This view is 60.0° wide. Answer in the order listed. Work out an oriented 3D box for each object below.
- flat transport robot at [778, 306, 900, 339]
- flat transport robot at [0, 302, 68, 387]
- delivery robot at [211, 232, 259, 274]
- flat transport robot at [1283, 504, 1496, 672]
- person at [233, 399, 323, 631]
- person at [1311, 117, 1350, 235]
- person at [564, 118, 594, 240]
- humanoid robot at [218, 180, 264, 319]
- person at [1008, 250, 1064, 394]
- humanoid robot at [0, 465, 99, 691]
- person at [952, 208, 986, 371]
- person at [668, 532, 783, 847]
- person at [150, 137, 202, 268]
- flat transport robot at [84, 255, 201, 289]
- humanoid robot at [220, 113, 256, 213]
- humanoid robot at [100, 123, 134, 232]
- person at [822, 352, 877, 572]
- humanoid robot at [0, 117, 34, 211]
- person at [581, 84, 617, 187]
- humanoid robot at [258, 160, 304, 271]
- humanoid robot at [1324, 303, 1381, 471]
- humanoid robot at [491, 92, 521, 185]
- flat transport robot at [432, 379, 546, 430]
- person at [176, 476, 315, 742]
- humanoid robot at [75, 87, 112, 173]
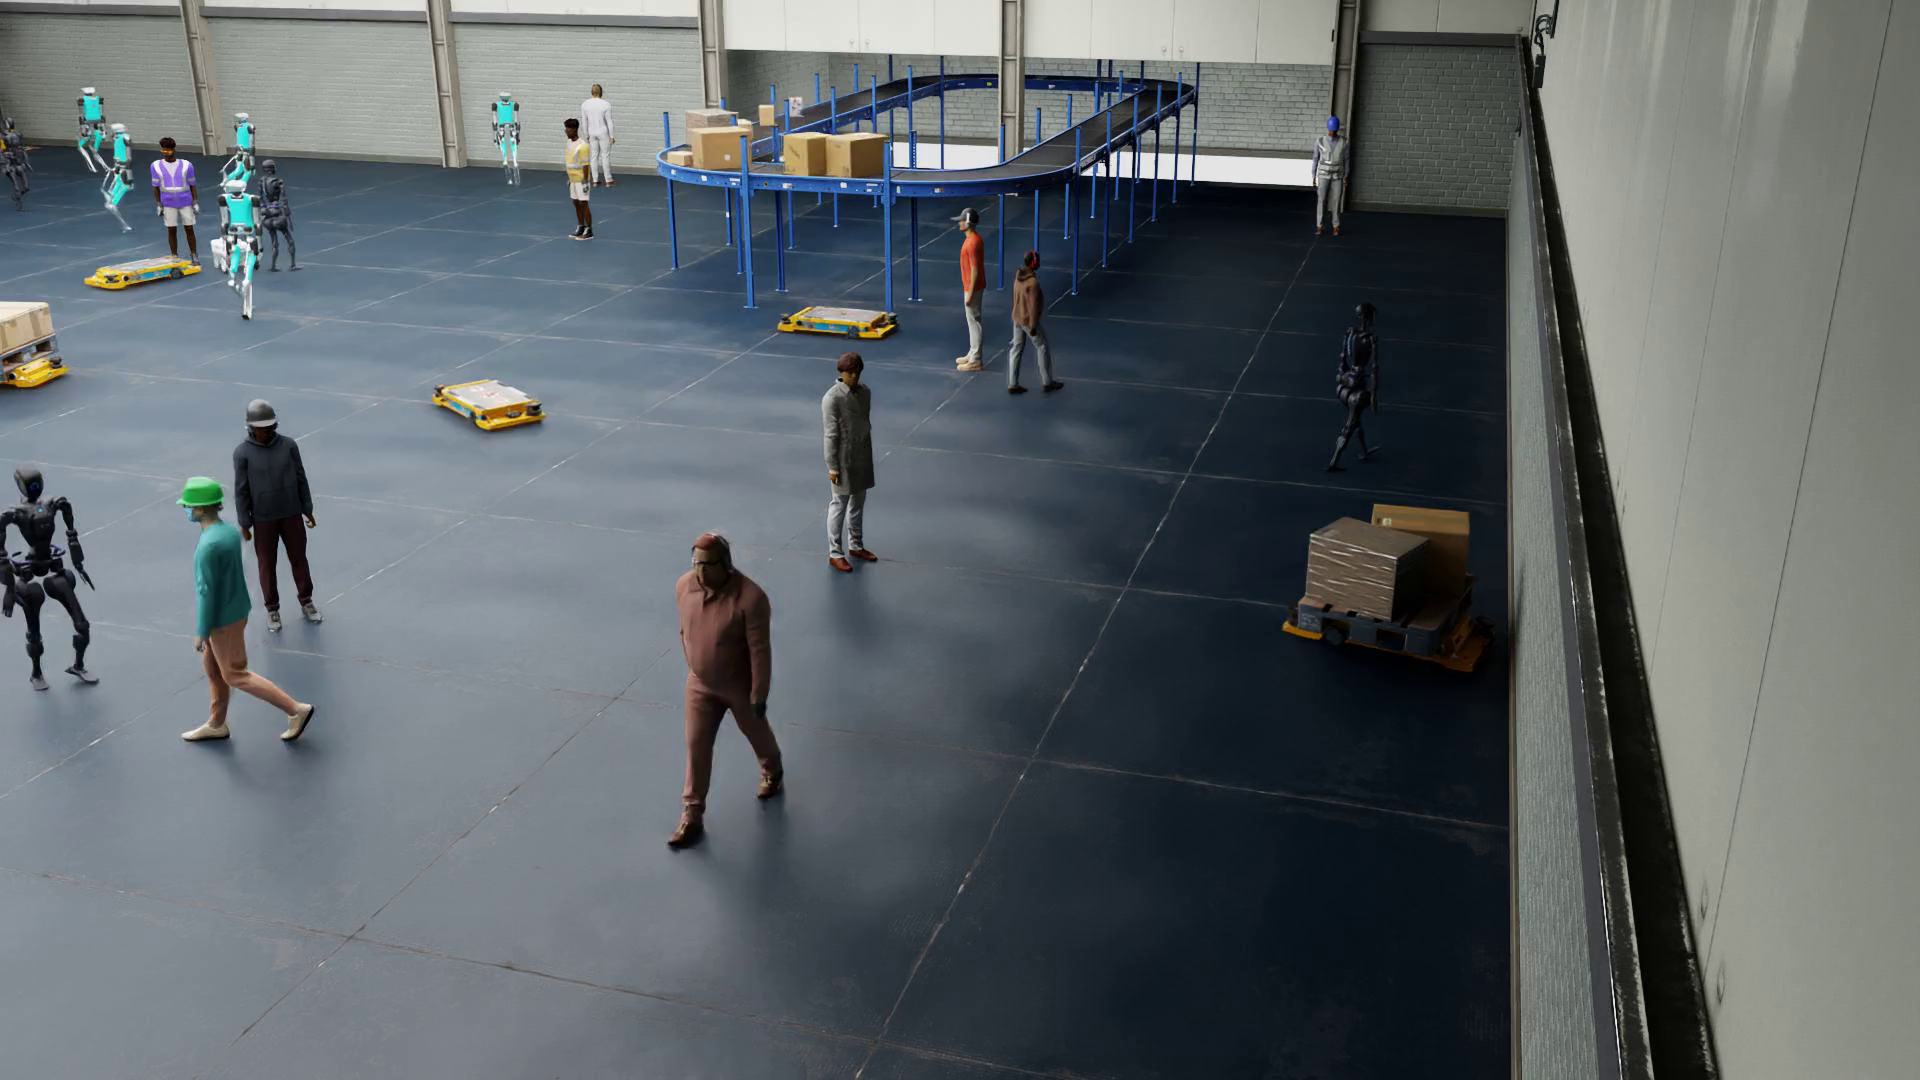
[{"bbox_3d":[-1.563,-2.810,21.466,1.431,0.231,0.659,7,22,17],"label":"flat transport robot"},{"bbox_3d":[-11.215,-1.955,19.247,1.431,0.231,0.659,2,21,5],"label":"flat transport robot"},{"bbox_3d":[-10.942,-4.329,24.987,0.766,0.580,0.499,20,29,41],"label":"delivery robot"},{"bbox_3d":[3.217,0.653,12.483,1.431,0.231,0.659,12,24,28],"label":"flat transport robot"},{"bbox_3d":[-5.170,-0.201,12.566,0.551,1.806,0.381,-15,25,-33],"label":"person"},{"bbox_3d":[6.111,-6.005,27.450,0.613,1.933,0.415,1,21,4],"label":"person"},{"bbox_3d":[-6.221,-5.881,27.092,0.371,1.954,0.612,-16,26,-36],"label":"person"},{"bbox_3d":[-9.563,-3.787,22.054,0.555,1.854,0.853,-2,21,-5],"label":"humanoid robot"},{"bbox_3d":[0.849,-2.449,18.644,0.738,1.627,0.467,-13,24,-30],"label":"person"},{"bbox_3d":[-6.395,0.250,11.584,0.473,1.641,0.613,14,25,31],"label":"humanoid robot"},{"bbox_3d":[0.107,-2.936,19.514,0.403,1.912,0.475,1,21,2],"label":"person"},{"bbox_3d":[-1.381,0.810,9.882,0.658,1.856,1.008,8,23,20],"label":"person"},{"bbox_3d":[-11.724,-5.041,24.903,0.600,1.960,0.369,-9,23,-22],"label":"person"},{"bbox_3d":[-11.960,-3.919,24.342,0.659,0.231,1.431,13,25,30],"label":"flat transport robot"},{"bbox_3d":[-12.708,-6.544,29.133,0.536,1.776,0.882,15,26,34],"label":"humanoid robot"},{"bbox_3d":[-14.073,-5.990,27.687,0.554,1.798,0.718,17,27,37],"label":"humanoid robot"},{"bbox_3d":[-0.898,-0.655,13.711,0.360,1.827,0.514,17,27,37],"label":"person"},{"bbox_3d":[-16.891,-6.699,29.595,0.487,1.640,0.591,7,22,19],"label":"humanoid robot"},{"bbox_3d":[-6.959,-7.805,32.104,0.632,1.937,0.353,5,22,14],"label":"person"},{"bbox_3d":[-10.184,-4.820,24.740,0.585,1.662,0.378,10,23,24],"label":"humanoid robot"},{"bbox_3d":[3.890,-1.496,16.144,0.754,1.624,0.610,-9,23,-21],"label":"humanoid robot"},{"bbox_3d":[-8.695,-7.660,32.155,0.561,1.908,0.684,-11,24,-26],"label":"humanoid robot"},{"bbox_3d":[-5.117,-1.480,18.016,0.659,0.231,1.431,-17,27,-37],"label":"flat transport robot"},{"bbox_3d":[-4.719,0.472,10.752,0.825,1.848,0.513,-4,22,-11],"label":"person"},{"bbox_3d":[-17.432,-8.185,33.337,0.900,1.745,0.548,13,25,30],"label":"humanoid robot"}]
